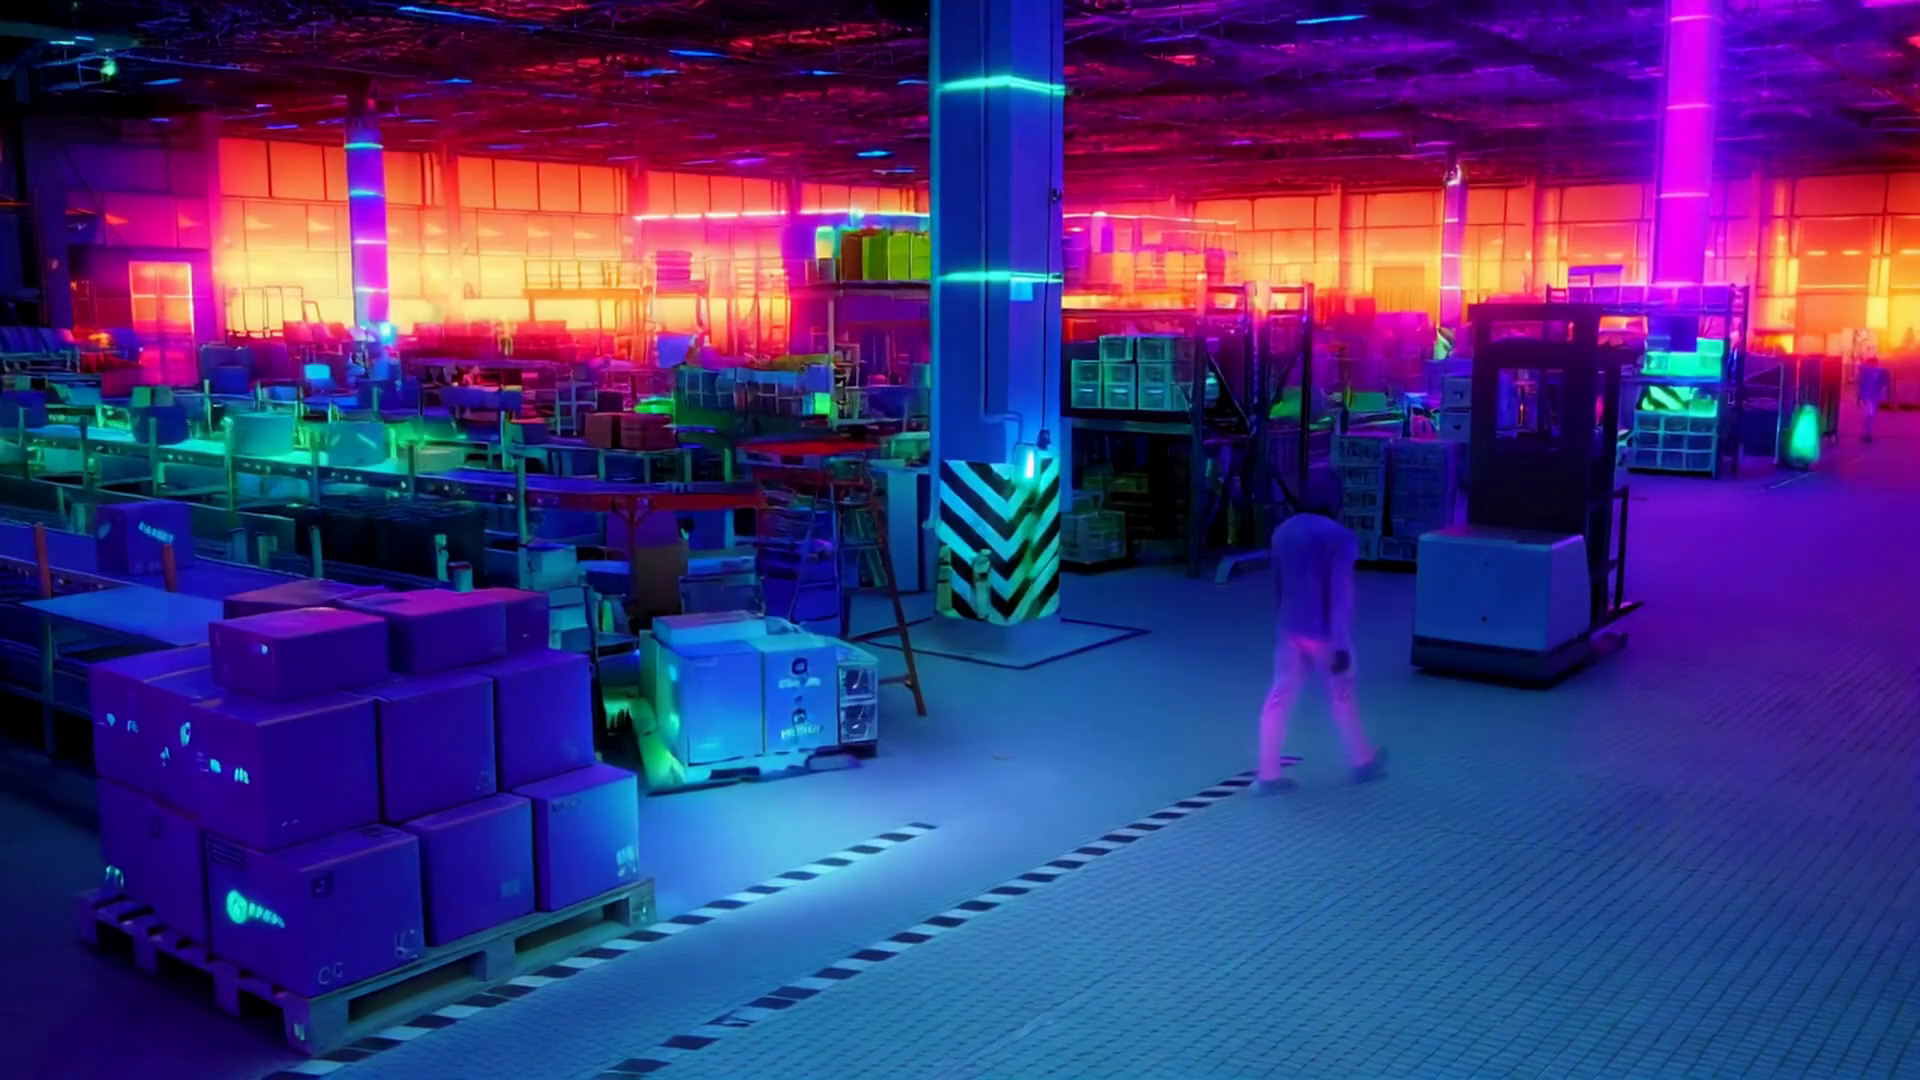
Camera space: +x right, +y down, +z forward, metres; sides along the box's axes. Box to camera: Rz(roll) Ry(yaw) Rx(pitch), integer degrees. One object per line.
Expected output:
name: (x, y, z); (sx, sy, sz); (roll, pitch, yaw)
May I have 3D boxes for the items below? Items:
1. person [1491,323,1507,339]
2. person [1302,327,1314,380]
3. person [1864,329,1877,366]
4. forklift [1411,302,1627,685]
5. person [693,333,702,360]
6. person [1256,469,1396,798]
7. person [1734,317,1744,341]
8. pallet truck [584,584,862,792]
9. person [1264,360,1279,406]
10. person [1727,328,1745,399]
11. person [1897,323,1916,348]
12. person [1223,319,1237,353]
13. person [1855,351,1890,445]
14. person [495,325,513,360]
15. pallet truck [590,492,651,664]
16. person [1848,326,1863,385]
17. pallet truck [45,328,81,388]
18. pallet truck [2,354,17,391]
person: (16.046, -5.459, 49.517); (0.536, 2.000, 0.702); (-6, 11, -37)
person: (10.601, -5.614, 50.716); (0.382, 1.995, 0.612); (1, 9, 7)
person: (31.234, -6.412, 57.147); (0.621, 1.684, 0.394); (-7, 11, -41)
forklift: (4.379, -0.438, 12.852); (1.129, 2.768, 1.873); (7, 11, 37)
person: (-10.242, -7.664, 64.948); (0.350, 1.879, 0.577); (2, 9, 14)
person: (2.111, 0.527, 9.676); (1.034, 1.882, 0.650); (-7, 11, -38)
person: (31.859, -8.146, 67.936); (0.612, 1.946, 0.405); (-8, 12, -43)
pallet truck: (-1.426, 0.805, 10.019); (1.601, 1.201, 0.680); (-4, 9, -26)
person: (5.915, -2.660, 31.914); (0.537, 1.665, 0.836); (8, 12, 43)
person: (21.291, -4.817, 45.530); (0.542, 1.939, 0.363); (-4, 9, -26)
person: (35.389, -7.241, 62.335); (0.654, 1.794, 0.927); (-3, 9, -18)
person: (10.570, -7.712, 65.132); (0.550, 1.916, 0.671); (1, 9, 9)
person: (17.473, -2.703, 31.757); (0.619, 1.788, 0.691); (0, 8, -2)
person: (-12.476, -4.852, 45.418); (0.614, 2.041, 0.389); (6, 10, 35)
pallet truck: (-3.115, 0.344, 12.883); (0.653, 1.274, 1.630); (7, 11, 37)
person: (28.386, -5.843, 52.671); (0.328, 1.874, 0.521); (-3, 9, -20)
pallet truck: (-23.775, -4.544, 43.495); (1.885, 1.965, 0.823); (6, 10, 35)
pallet truck: (-24.881, -4.417, 42.634); (1.885, 1.965, 0.823); (8, 11, 41)
